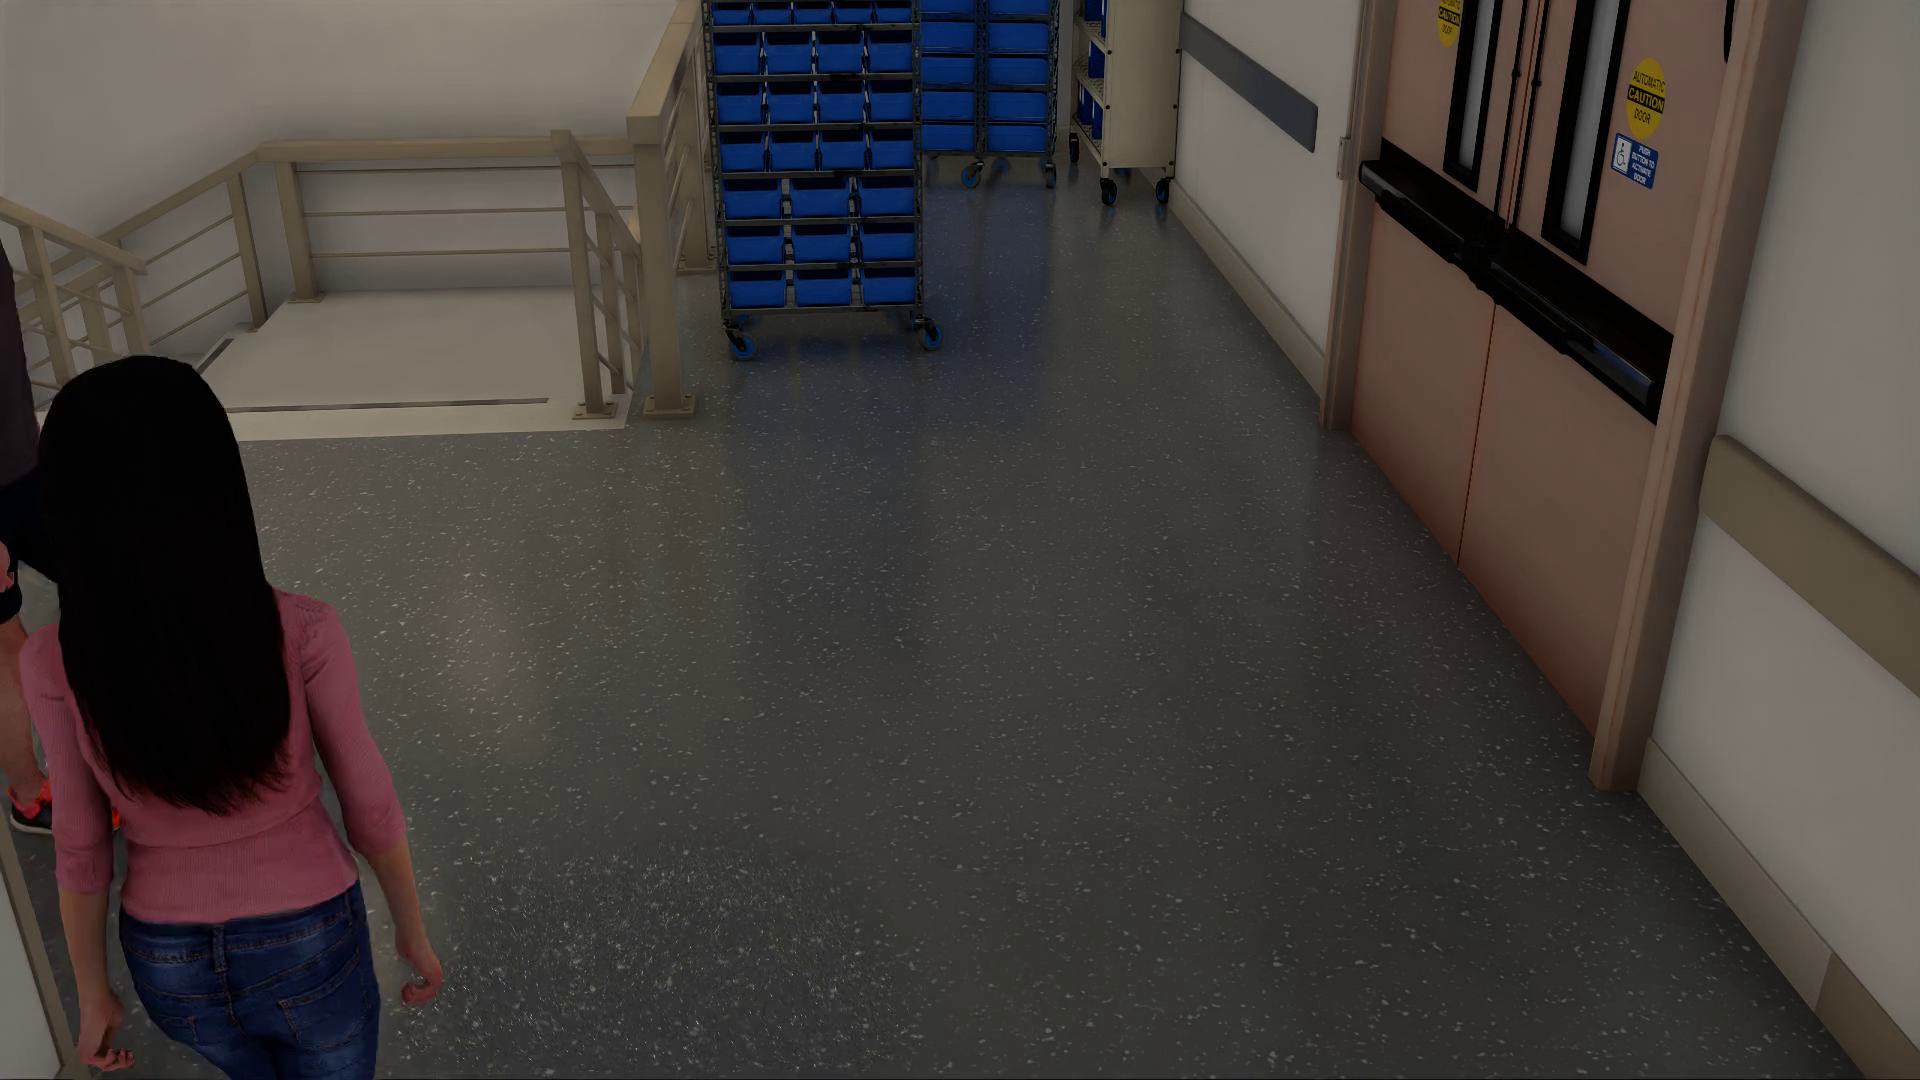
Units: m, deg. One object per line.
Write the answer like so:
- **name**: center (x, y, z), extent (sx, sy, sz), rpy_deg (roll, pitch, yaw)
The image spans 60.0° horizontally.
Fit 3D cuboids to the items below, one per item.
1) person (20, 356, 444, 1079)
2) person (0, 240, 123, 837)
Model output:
- **person**: center (-0.961, 0.628, 2.250), extent (0.705, 1.717, 1.092), rpy_deg (-6, 26, -12)
- **person**: center (-2.242, -0.124, 3.662), extent (0.800, 1.844, 0.665), rpy_deg (3, 26, 7)
